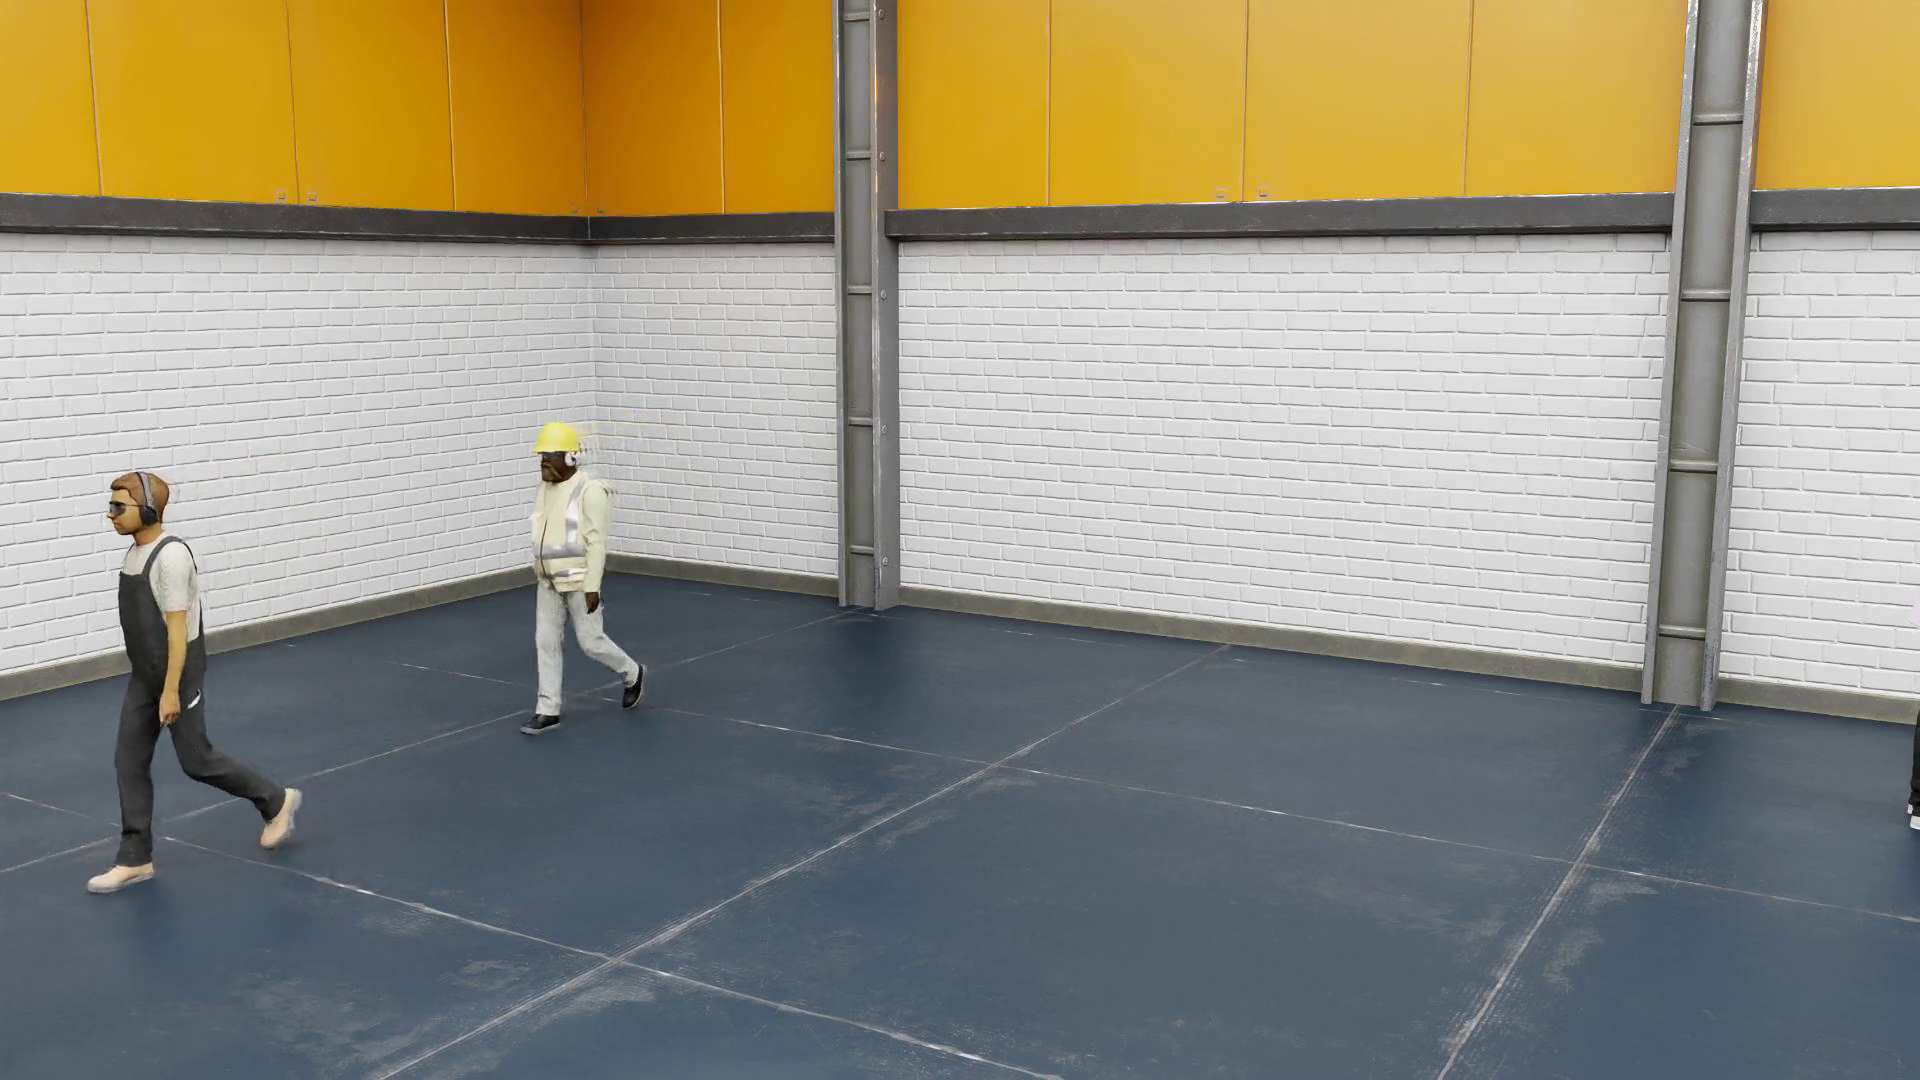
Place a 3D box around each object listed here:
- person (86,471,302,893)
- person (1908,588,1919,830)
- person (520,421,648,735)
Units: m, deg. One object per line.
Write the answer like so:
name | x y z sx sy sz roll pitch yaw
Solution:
person | -3.405 0.586 7.290 0.522 1.819 0.846 7 11 37
person | 4.724 0.437 7.894 0.390 1.913 0.588 5 11 31
person | -2.223 0.202 9.693 0.594 1.814 0.775 6 11 34
